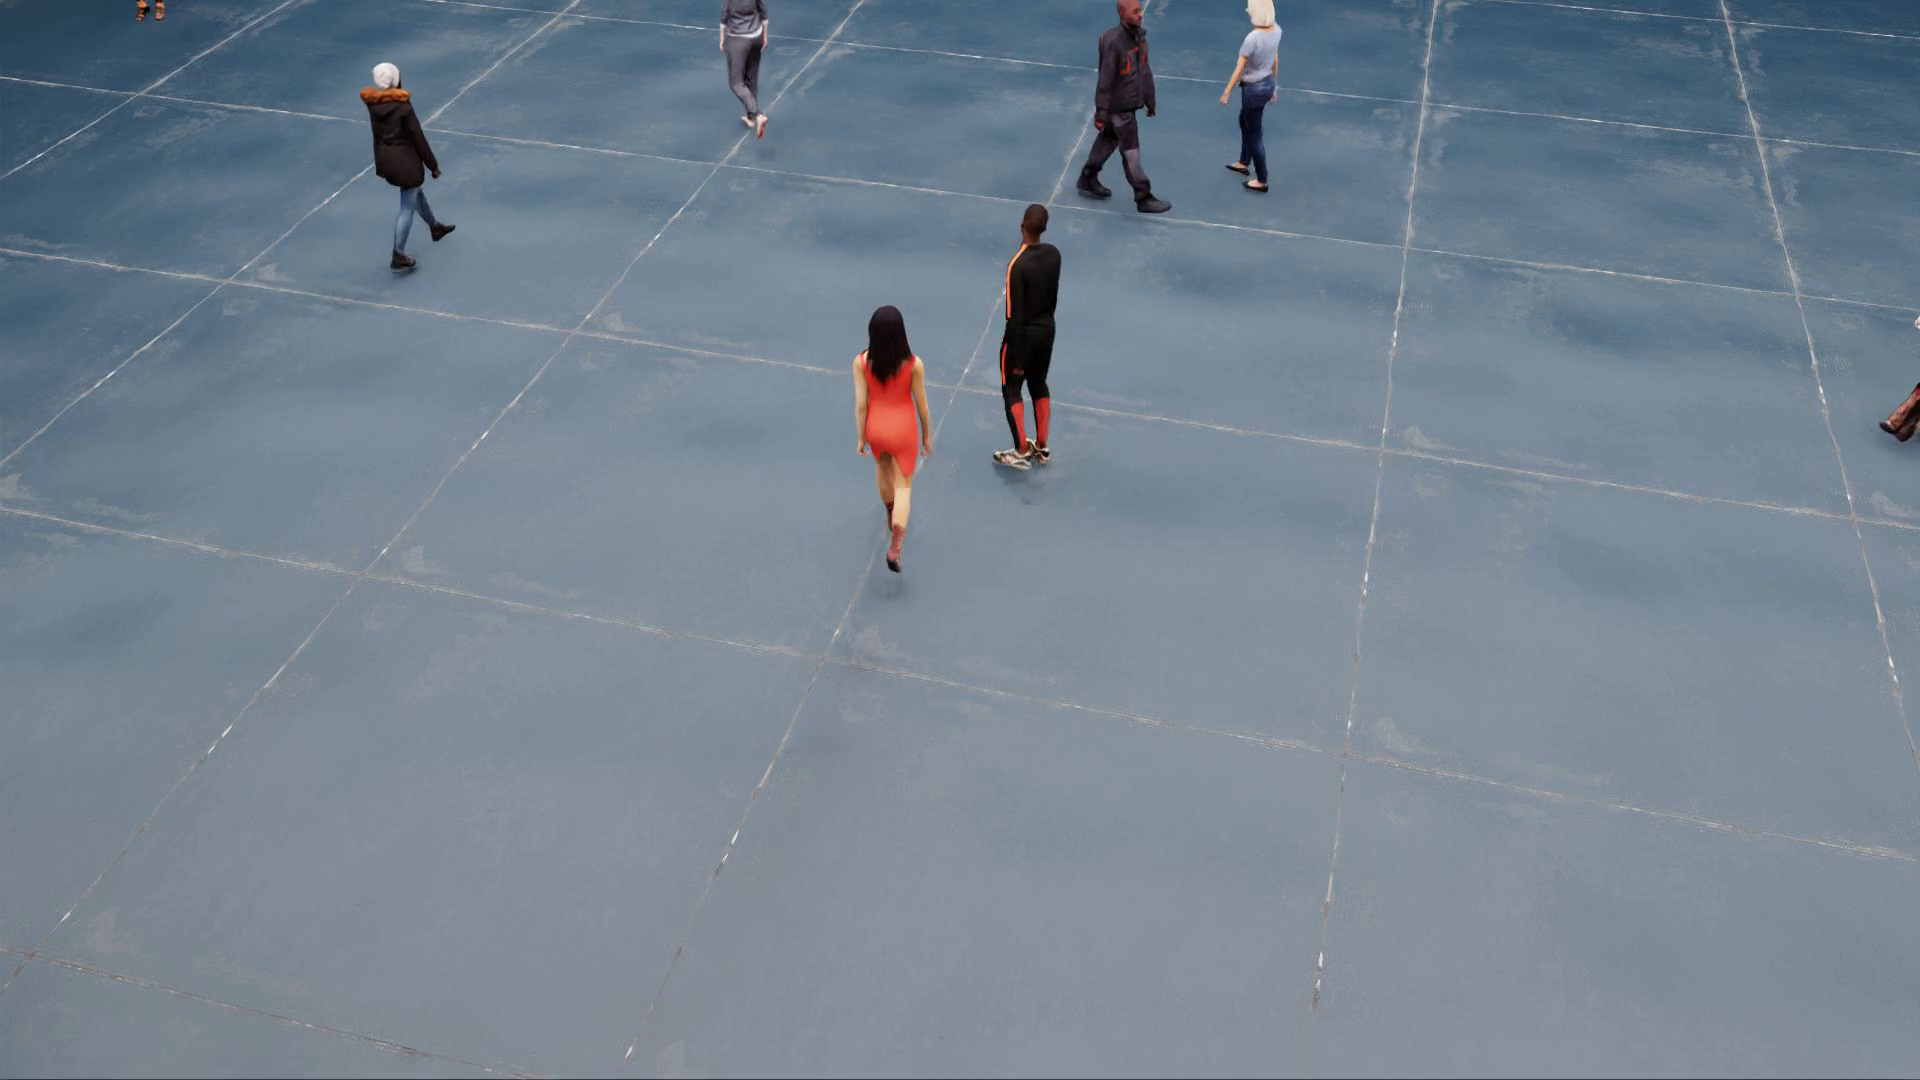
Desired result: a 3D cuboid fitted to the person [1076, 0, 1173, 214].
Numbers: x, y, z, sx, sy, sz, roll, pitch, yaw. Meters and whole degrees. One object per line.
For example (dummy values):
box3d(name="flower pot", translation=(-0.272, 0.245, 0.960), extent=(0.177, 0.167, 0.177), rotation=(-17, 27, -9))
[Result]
box3d(name="person", translation=(1.250, -3.614, 13.728), extent=(1.029, 1.785, 1.218), rotation=(22, 43, 26))

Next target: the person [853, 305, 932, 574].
box3d(name="person", translation=(-0.414, -0.582, 9.925), extent=(0.726, 1.696, 1.112), rotation=(3, 38, 4))

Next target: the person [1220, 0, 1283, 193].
box3d(name="person", translation=(2.558, -3.716, 13.935), extent=(0.846, 1.691, 0.827), rotation=(29, 46, 31))

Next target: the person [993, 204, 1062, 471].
box3d(name="person", translation=(0.483, -1.262, 10.730), extent=(0.880, 1.774, 0.785), rotation=(24, 44, 28))

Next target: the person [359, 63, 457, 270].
box3d(name="person", translation=(-4.374, -2.873, 12.934), extent=(0.797, 1.594, 1.108), rotation=(18, 42, 22))

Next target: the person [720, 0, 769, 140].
box3d(name="person", translation=(-1.887, -4.405, 14.773), extent=(0.986, 1.743, 1.028), rotation=(-21, 43, -24))
